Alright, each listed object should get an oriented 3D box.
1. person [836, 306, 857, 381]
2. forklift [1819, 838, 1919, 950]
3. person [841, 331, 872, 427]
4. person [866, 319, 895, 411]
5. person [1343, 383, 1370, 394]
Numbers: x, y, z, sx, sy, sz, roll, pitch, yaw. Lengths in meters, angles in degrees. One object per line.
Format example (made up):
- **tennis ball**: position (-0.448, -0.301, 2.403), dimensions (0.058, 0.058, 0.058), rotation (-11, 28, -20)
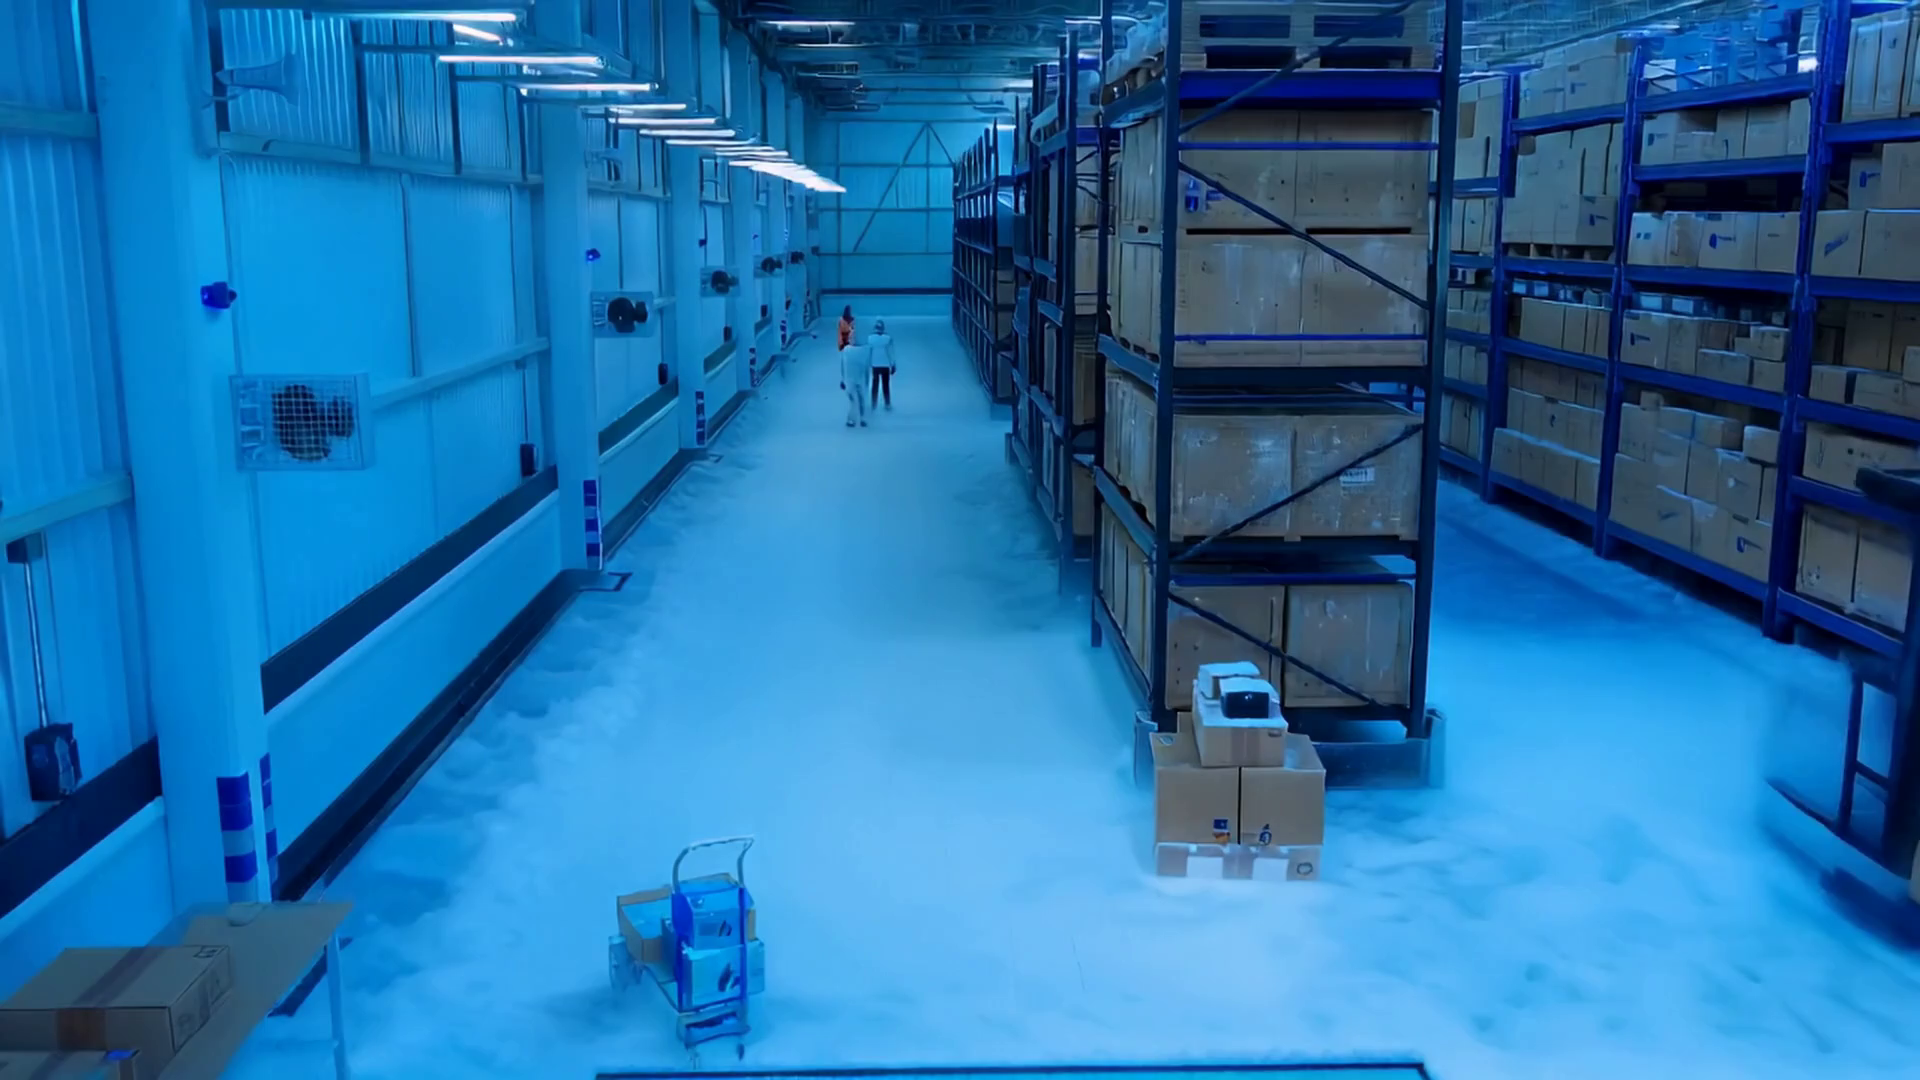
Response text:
- **person**: position (-2.897, -5.018, 42.496), dimensions (0.591, 1.910, 0.388), rotation (-8, 14, -37)
- **forklift**: position (5.831, 0.932, 9.002), dimensions (1.129, 2.768, 1.873), rotation (0, 11, -1)
- **person**: position (-2.076, -3.198, 33.023), dimensions (0.643, 1.911, 0.411), rotation (-5, 12, -25)
- **person**: position (-1.707, -3.749, 35.694), dimensions (0.613, 1.988, 0.404), rotation (-3, 11, -14)
- **person**: position (5.931, -1.714, 25.483), dimensions (0.648, 1.849, 1.031), rotation (2, 11, 12)
